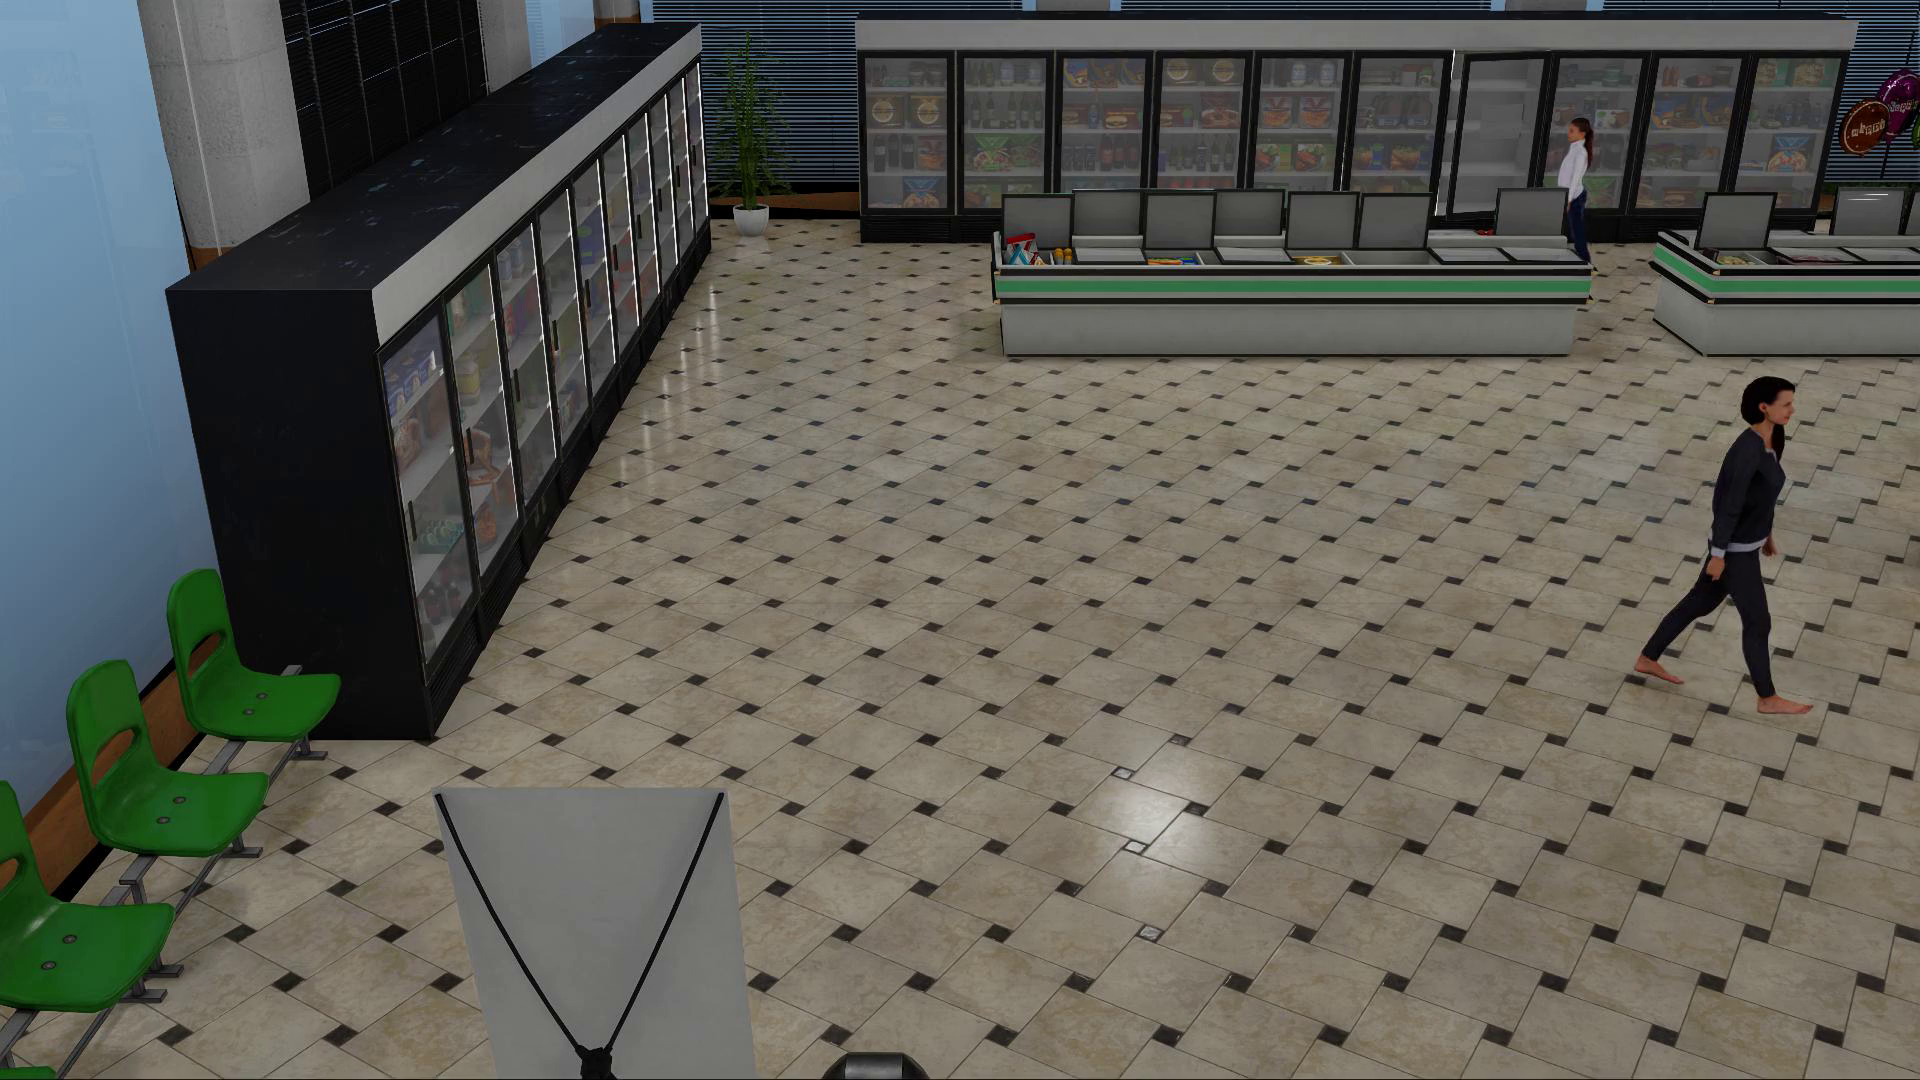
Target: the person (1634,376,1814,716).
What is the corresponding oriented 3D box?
[{"bbox_3d":[3.813,0.043,8.367,1.187,1.683,0.991,14,27,28],"label":"person"}]
